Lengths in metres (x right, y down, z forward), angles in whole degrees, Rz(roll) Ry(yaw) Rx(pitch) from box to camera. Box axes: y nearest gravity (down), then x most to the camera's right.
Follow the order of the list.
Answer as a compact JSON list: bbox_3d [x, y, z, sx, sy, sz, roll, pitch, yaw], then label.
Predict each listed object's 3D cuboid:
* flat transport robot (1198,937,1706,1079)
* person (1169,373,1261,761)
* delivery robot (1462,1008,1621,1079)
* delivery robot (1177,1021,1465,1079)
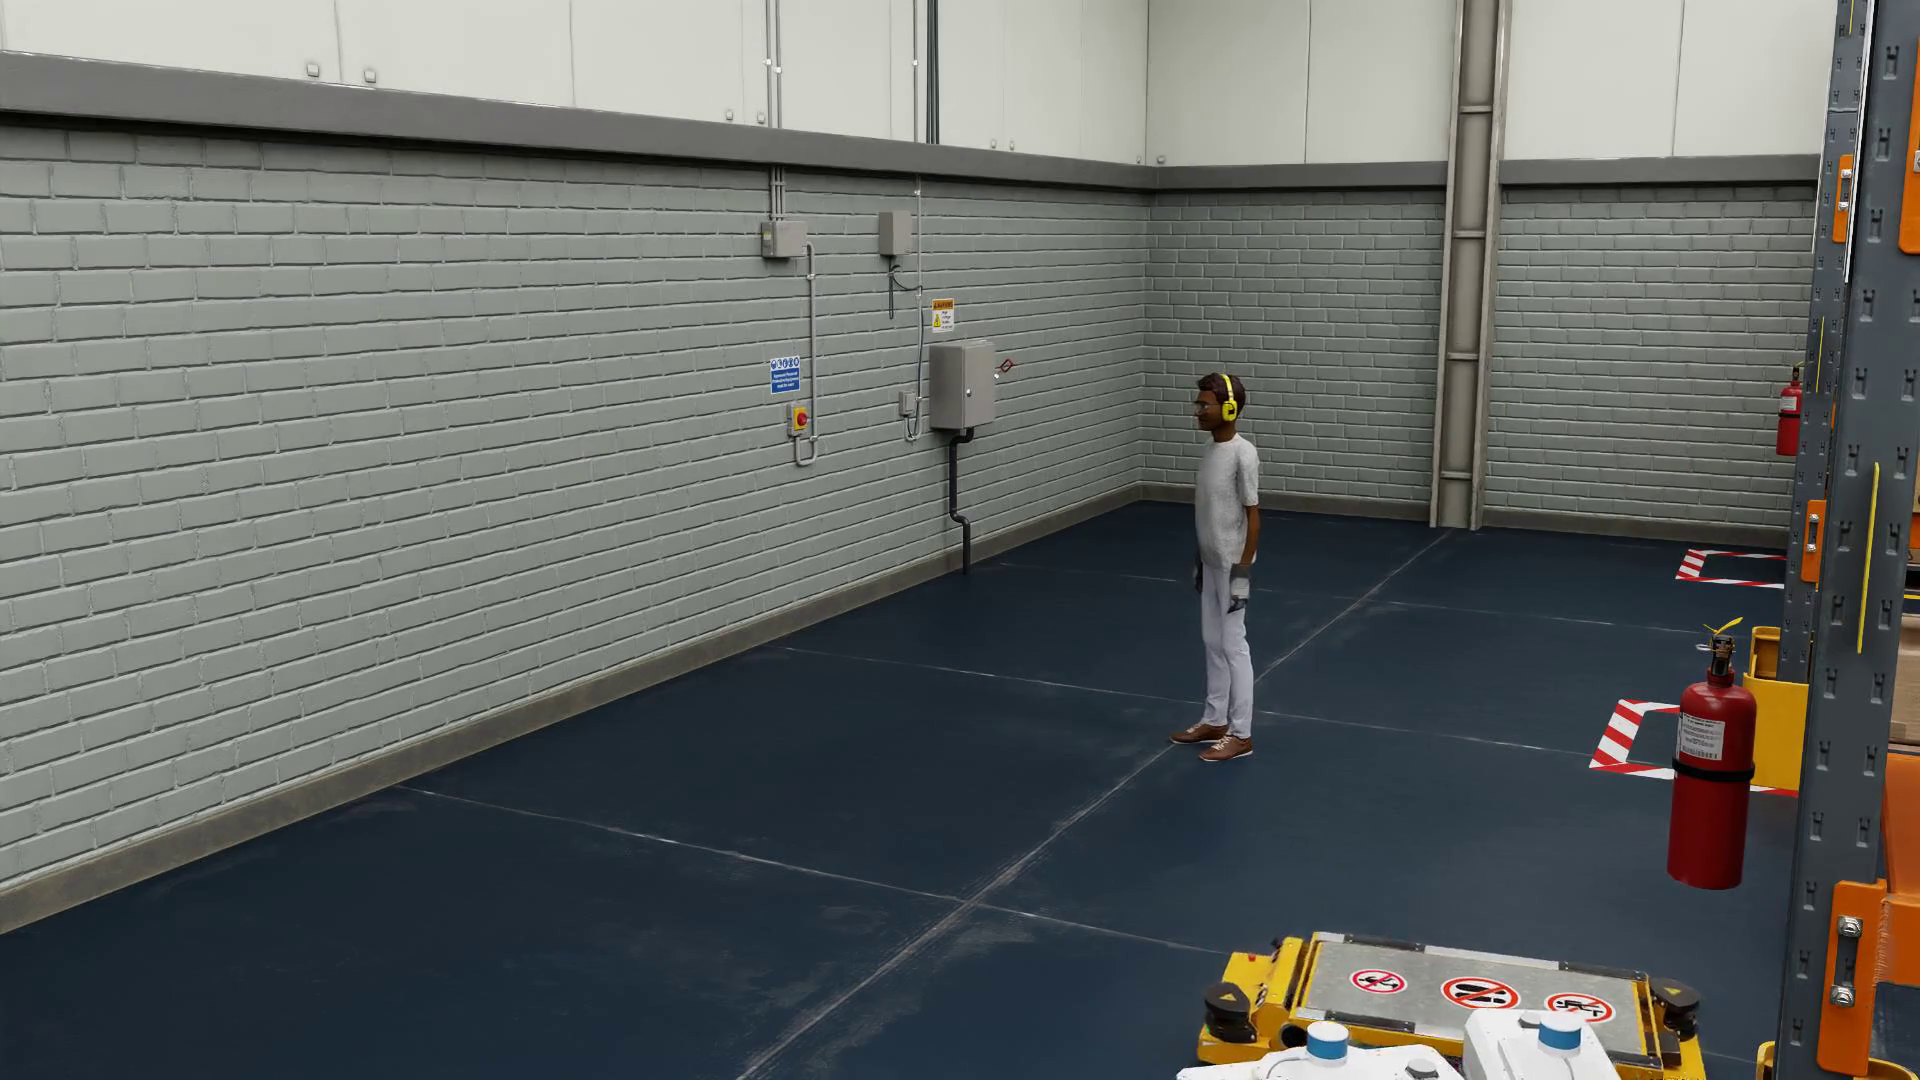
[{"bbox_3d":[1.497,1.466,5.078,1.431,0.197,0.652,3,11,18],"label":"flat transport robot"},{"bbox_3d":[1.255,0.130,8.002,0.329,1.871,0.513,-3,11,-16],"label":"person"},{"bbox_3d":[1.503,1.438,4.201,0.477,0.478,0.707,1,10,6],"label":"delivery robot"},{"bbox_3d":[0.908,1.447,4.153,0.707,0.478,0.477,-2,11,-11],"label":"delivery robot"}]
